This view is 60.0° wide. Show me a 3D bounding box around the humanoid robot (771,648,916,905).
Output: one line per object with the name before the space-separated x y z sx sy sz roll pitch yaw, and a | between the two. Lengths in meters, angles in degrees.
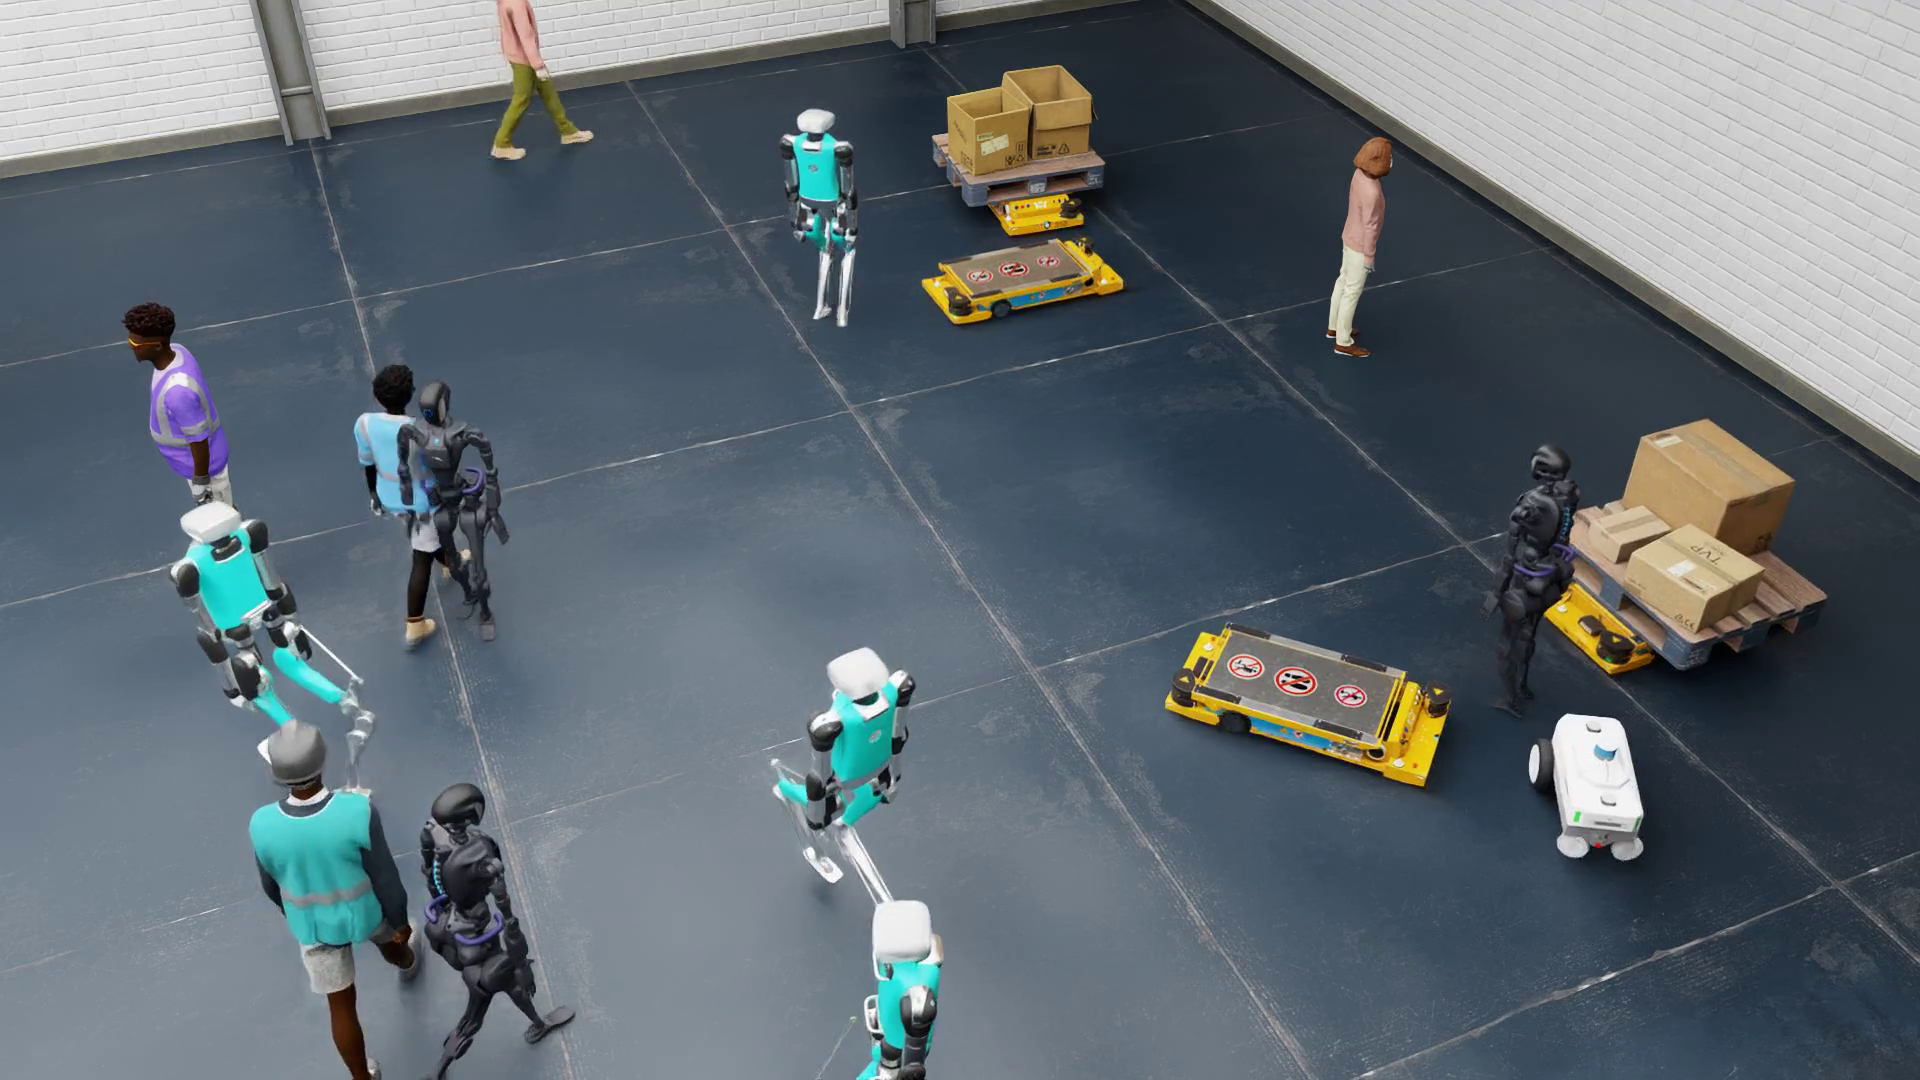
humanoid robot | -0.579 1.082 7.653 0.536 1.716 1.008 -28 45 -31

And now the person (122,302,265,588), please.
person | -4.371 -0.479 9.506 0.366 1.966 0.606 -17 41 -21

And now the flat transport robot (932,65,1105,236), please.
flat transport robot | 0.498 -3.027 14.214 0.659 0.231 1.431 -12 39 -15

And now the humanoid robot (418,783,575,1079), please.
humanoid robot | -2.085 1.694 6.974 0.601 1.623 0.777 24 44 28

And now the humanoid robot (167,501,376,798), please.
humanoid robot | -3.283 0.652 8.224 0.930 1.744 0.564 18 41 22

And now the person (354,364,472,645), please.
person | -3.110 -0.245 9.460 0.532 1.645 0.897 11 39 14

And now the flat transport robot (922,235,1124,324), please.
flat transport robot | 0.487 -2.024 12.908 1.431 0.231 0.659 -14 40 -18

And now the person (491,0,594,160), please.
person | -3.799 -4.235 14.537 0.930 1.792 0.549 -12 39 -16

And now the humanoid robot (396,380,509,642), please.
humanoid robot | -2.856 -0.172 9.348 0.586 1.638 0.528 0 38 0

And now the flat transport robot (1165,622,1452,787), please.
flat transport robot | 1.914 0.875 9.134 1.431 0.231 0.659 15 40 19

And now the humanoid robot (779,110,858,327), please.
humanoid robot | -0.940 -2.376 12.153 0.530 1.772 0.740 9 38 11

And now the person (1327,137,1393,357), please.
person | 2.871 -2.106 11.891 0.281 1.634 0.498 -1 38 -1

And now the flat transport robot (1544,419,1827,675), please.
flat transport robot | 4.201 0.358 9.808 1.431 0.231 0.659 -15 40 -18

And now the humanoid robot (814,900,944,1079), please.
humanoid robot | -0.532 2.061 6.401 0.942 1.766 0.550 -5 38 -7

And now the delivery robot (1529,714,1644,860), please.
delivery robot | 3.228 1.229 8.445 0.528 0.601 0.773 6 38 7

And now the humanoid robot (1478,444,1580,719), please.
humanoid robot | 3.067 0.230 8.838 0.584 1.653 0.399 -25 44 -29

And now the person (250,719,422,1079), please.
person | -2.617 1.501 6.997 0.574 1.882 1.022 -9 38 -12
